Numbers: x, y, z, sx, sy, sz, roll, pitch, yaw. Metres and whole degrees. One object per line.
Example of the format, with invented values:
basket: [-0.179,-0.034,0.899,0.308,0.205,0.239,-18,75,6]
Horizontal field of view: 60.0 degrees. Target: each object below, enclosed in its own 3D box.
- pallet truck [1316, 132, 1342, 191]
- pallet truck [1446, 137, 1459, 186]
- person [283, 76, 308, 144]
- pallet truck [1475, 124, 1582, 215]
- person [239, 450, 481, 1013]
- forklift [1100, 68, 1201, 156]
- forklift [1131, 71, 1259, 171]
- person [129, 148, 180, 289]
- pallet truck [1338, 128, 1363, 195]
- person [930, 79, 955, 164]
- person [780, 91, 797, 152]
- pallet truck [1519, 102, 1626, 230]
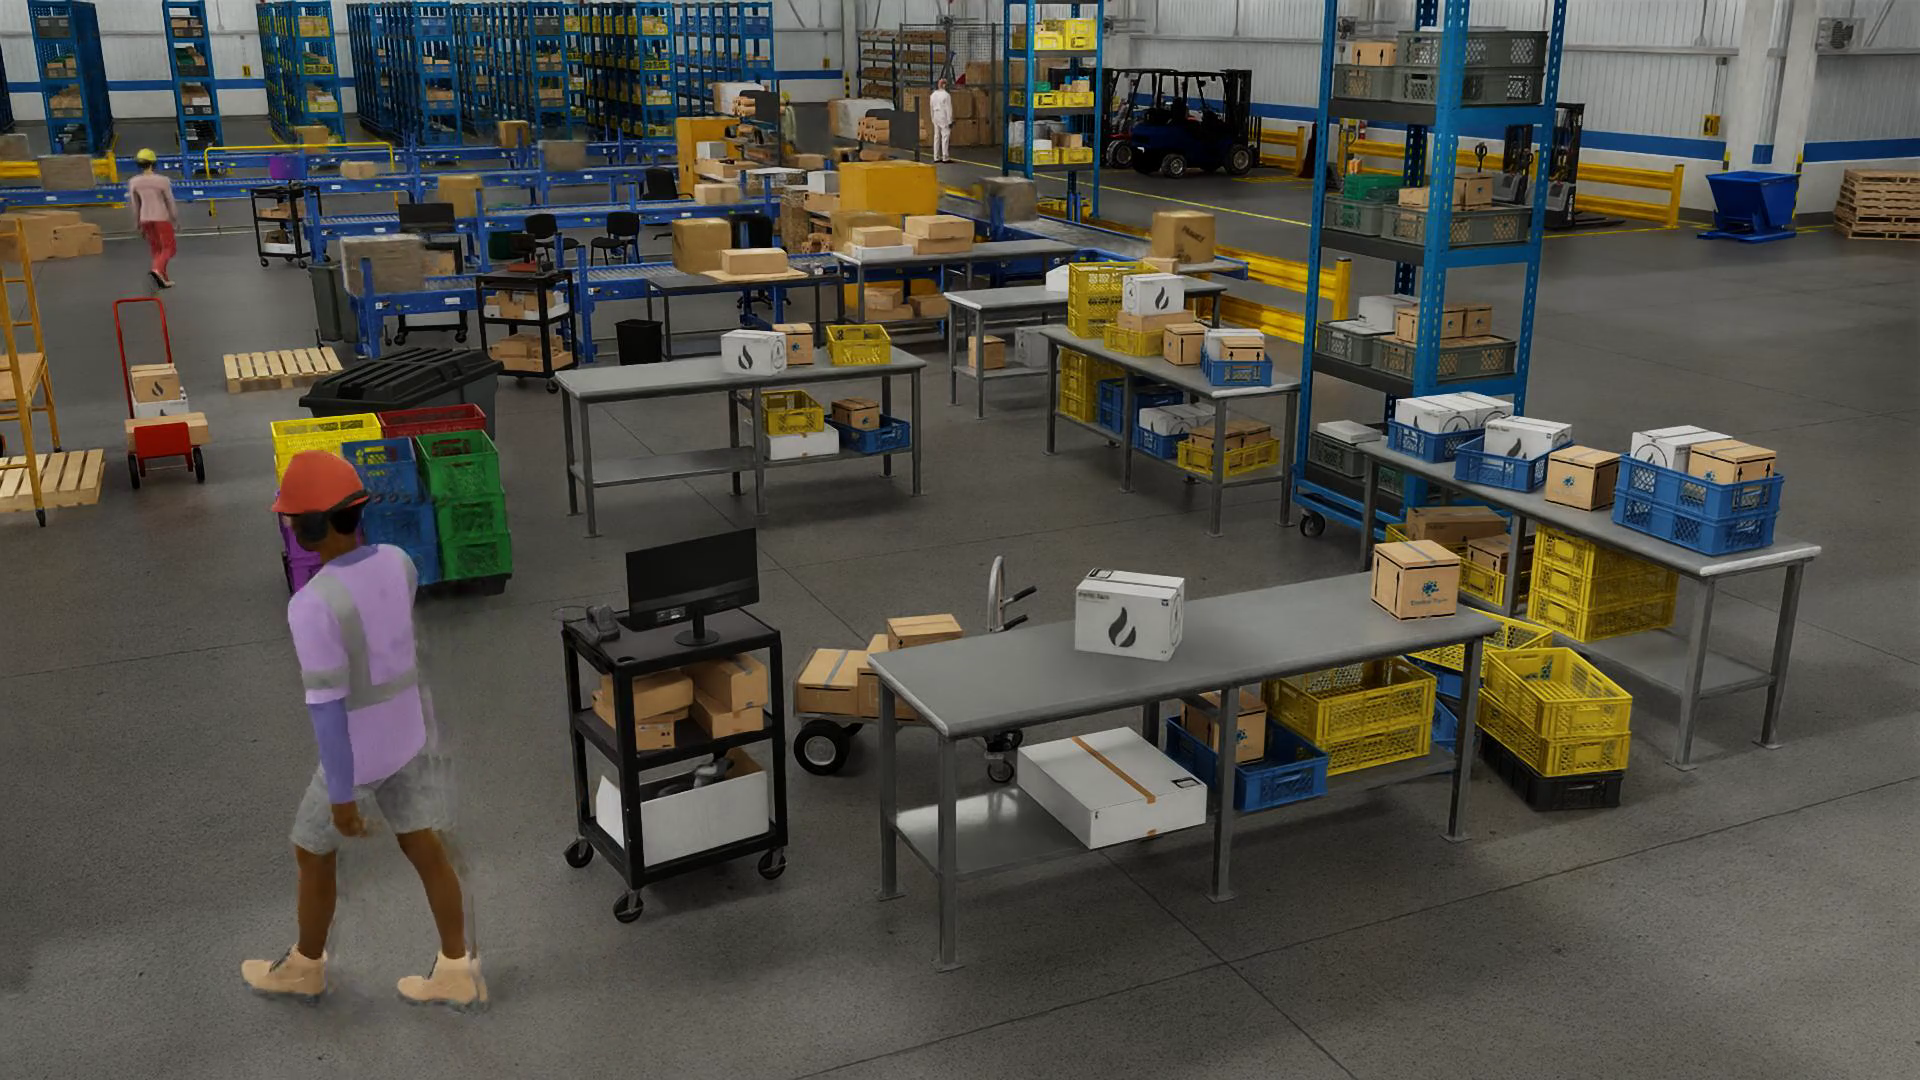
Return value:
pallet truck: [7.723,-7.504,32.656,1.601,1.201,0.680,-8,19,-23]
pallet truck: [9.184,-6.485,29.328,1.630,1.274,0.653,-8,19,-23]
person: [-17.399,-11.268,43.572,0.918,1.800,0.581,-5,18,-15]
pallet truck: [9.707,-6.455,28.103,1.885,1.965,0.823,-7,19,-20]
person: [-2.123,0.667,5.629,0.936,2.005,0.633,5,18,16]
forklift: [4.082,-9.564,37.410,2.680,1.987,1.157,-8,19,-23]
forklift: [4.998,-8.936,35.413,2.680,1.987,1.157,-9,20,-25]
person: [-10.033,-3.984,20.707,0.538,1.752,0.560,1,18,4]
pallet truck: [7.845,-7.140,31.411,1.522,1.261,0.704,-9,20,-25]
person: [-0.387,-9.632,38.269,0.409,1.903,0.639,-16,24,-41]
person: [-3.518,-8.407,34.573,0.813,1.803,0.594,3,18,9]
pallet truck: [9.972,-6.037,26.785,1.885,1.965,0.823,-9,20,-25]
